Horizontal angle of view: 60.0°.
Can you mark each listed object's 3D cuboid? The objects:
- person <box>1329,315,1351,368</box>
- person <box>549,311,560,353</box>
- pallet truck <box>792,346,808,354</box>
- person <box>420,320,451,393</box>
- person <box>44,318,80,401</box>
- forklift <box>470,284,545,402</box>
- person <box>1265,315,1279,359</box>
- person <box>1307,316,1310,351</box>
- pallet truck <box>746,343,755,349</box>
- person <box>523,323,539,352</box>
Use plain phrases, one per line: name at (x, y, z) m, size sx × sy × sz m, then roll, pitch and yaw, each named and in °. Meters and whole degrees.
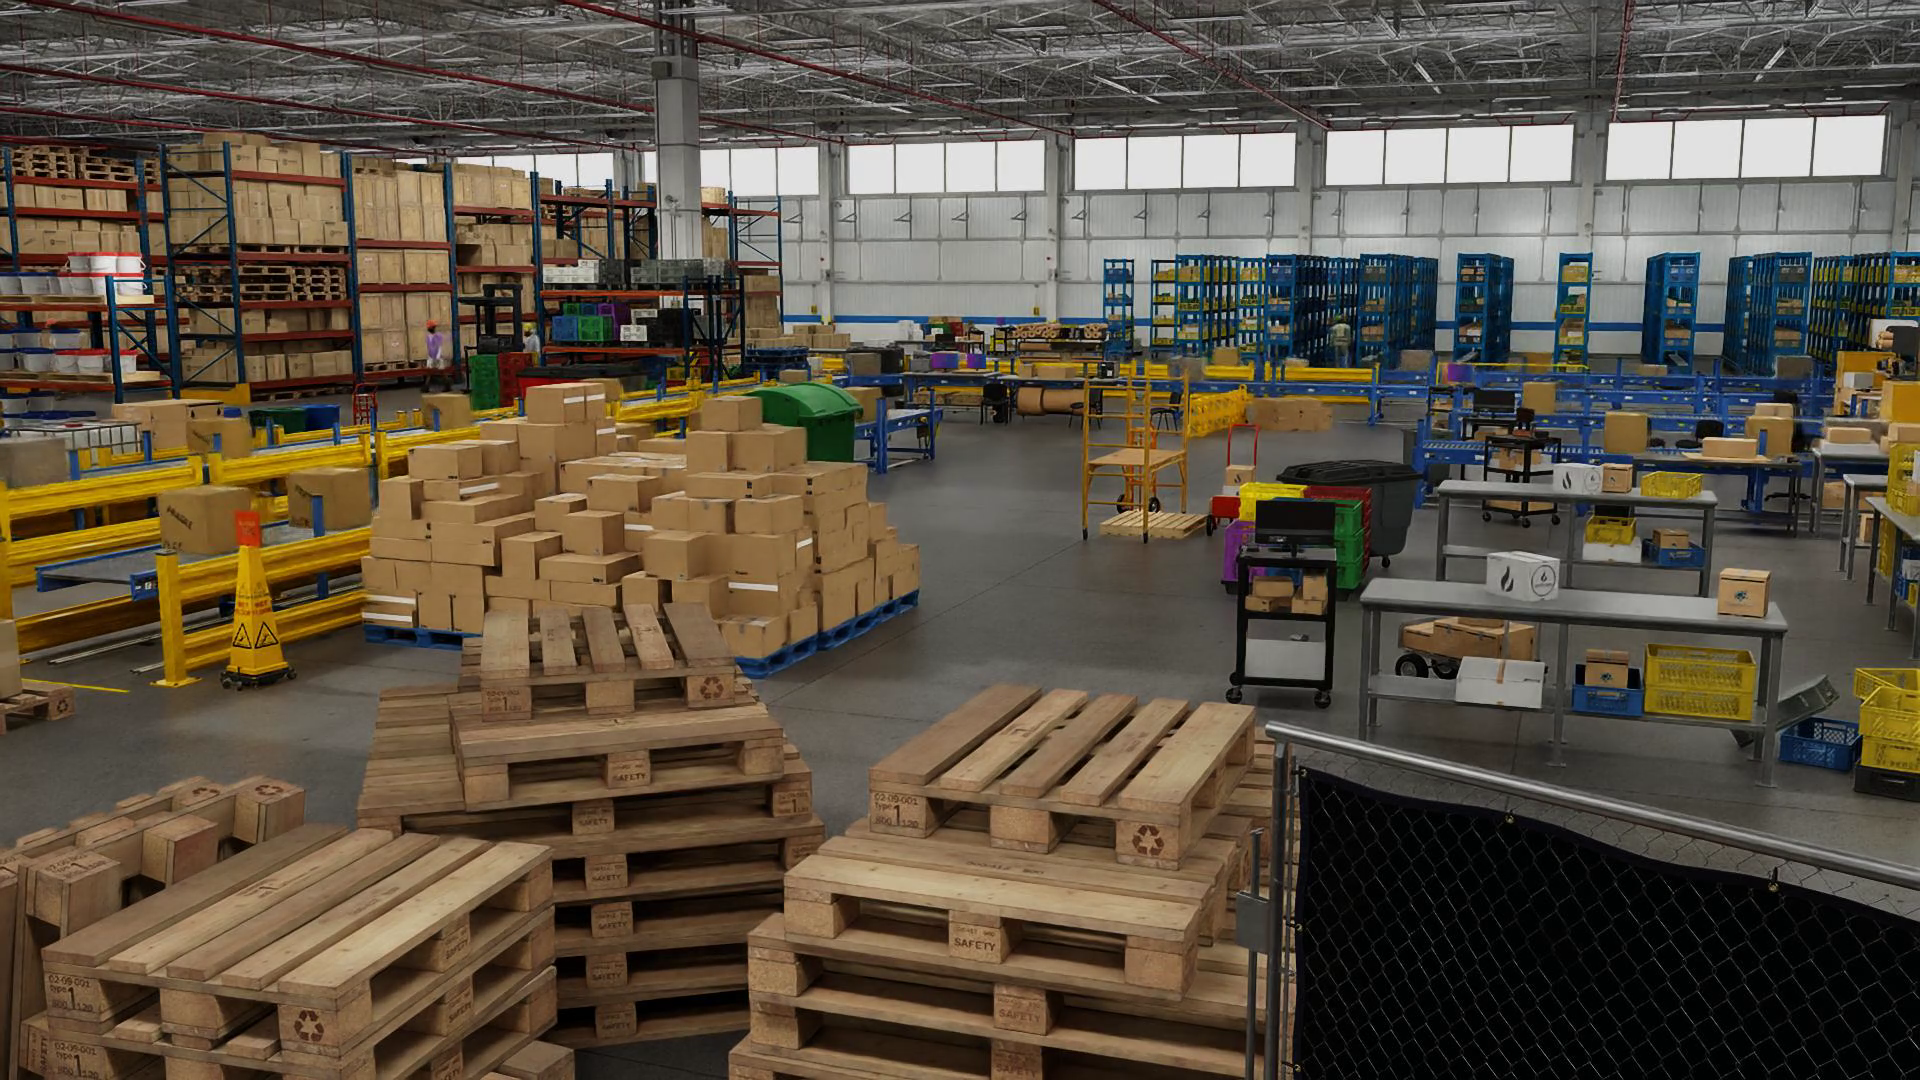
person at (11.888, -6.119, 51.978) m, size 0.690 × 1.773 × 0.440 m, roll 2°, pitch 9°, yaw 10°
person at (-14.048, -7.089, 58.021) m, size 0.651 × 1.789 × 0.977 m, roll 5°, pitch 10°, yaw 26°
pallet truck at (-3.705, -4.298, 42.022) m, size 0.653 × 1.274 × 1.630 m, roll 3°, pitch 10°, yaw 20°
person at (-13.580, -4.749, 43.022) m, size 0.549 × 1.896 × 0.972 m, roll 4°, pitch 10°, yaw 22°
person at (-21.799, -4.379, 40.327) m, size 0.652 × 2.003 × 0.539 m, roll 6°, pitch 11°, yaw 34°
forklift at (-10.832, -4.702, 39.610) m, size 1.129 × 2.768 × 1.873 m, roll 3°, pitch 10°, yaw 20°
person at (9.823, -6.222, 52.073) m, size 0.616 × 1.945 × 0.404 m, roll -3°, pitch 9°, yaw -17°
person at (12.373, -7.349, 59.456) m, size 0.390 × 1.850 × 0.562 m, roll 2°, pitch 9°, yaw 11°
pallet truck at (-6.183, -4.618, 44.264) m, size 1.601 × 1.201 × 0.680 m, roll -9°, pitch 12°, yaw -43°
person at (-11.125, -4.716, 43.049) m, size 0.599 × 1.812 × 0.708 m, roll 3°, pitch 10°, yaw 20°
